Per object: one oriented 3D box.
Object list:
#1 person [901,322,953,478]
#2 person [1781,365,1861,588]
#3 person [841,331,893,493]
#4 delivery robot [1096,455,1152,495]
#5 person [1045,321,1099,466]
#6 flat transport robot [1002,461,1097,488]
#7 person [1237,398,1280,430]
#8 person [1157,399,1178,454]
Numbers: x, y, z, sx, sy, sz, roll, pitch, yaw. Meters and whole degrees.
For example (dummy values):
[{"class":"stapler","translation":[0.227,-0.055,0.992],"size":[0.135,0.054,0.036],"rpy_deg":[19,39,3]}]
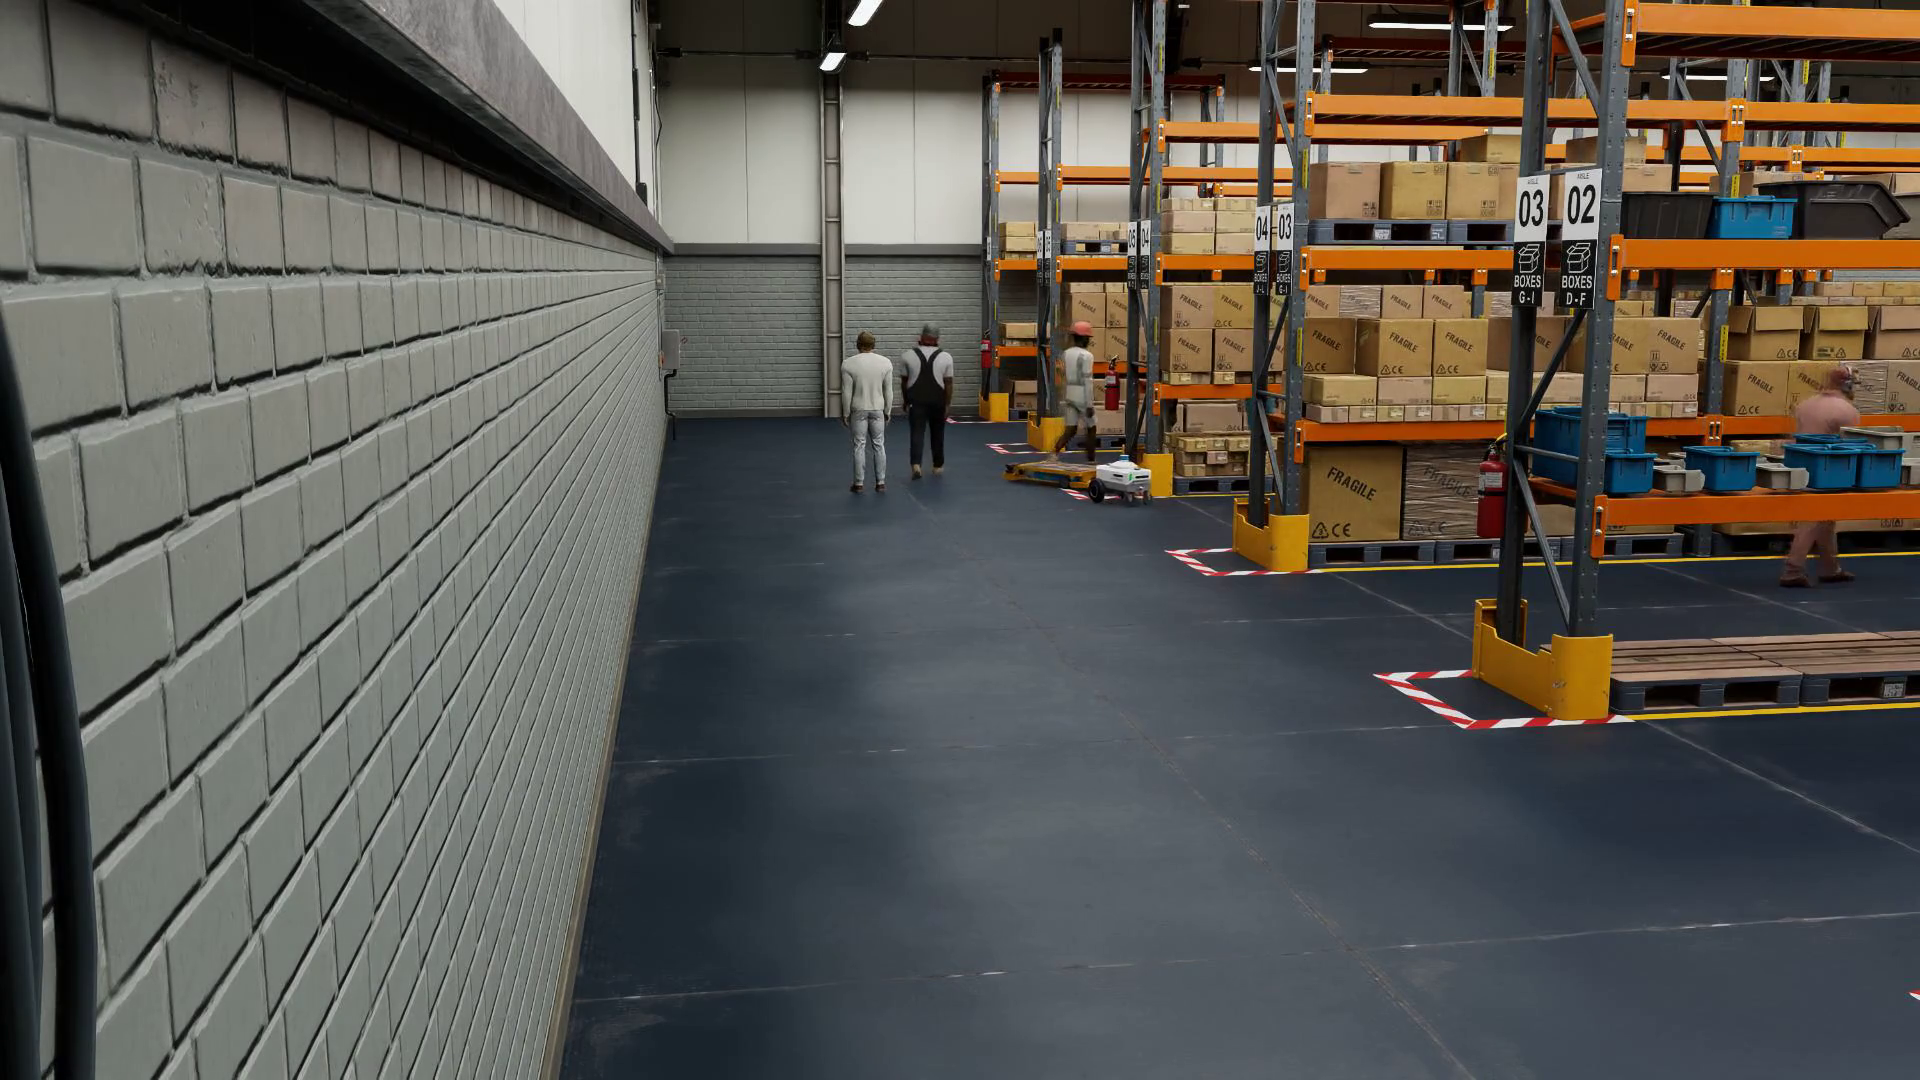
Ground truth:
[{"class":"person","translation":[-0.425,-1.823,21.394],"size":[0.680,2.000,0.976],"rpy_deg":[1,9,3]},{"class":"person","translation":[7.290,-0.517,13.873],"size":[0.859,1.868,0.658],"rpy_deg":[-1,9,-4]},{"class":"person","translation":[-1.112,-1.528,19.892],"size":[0.631,1.938,0.369],"rpy_deg":[-3,10,-15]},{"class":"delivery robot","translation":[1.861,-0.724,18.894],"size":[0.477,0.478,0.707],"rpy_deg":[-5,11,-30]},{"class":"person","translation":[1.510,-1.821,21.486],"size":[0.893,2.015,0.619],"rpy_deg":[-5,11,-30]},{"class":"flat transport robot","translation":[1.264,-0.822,20.661],"size":[0.652,0.197,1.431],"rpy_deg":[-9,13,-44]},{"class":"person","translation":[4.099,-1.947,22.873],"size":[0.646,1.803,0.439],"rpy_deg":[0,9,0]},{"class":"person","translation":[2.531,-1.615,20.676],"size":[0.333,1.860,0.509],"rpy_deg":[-4,10,-24]}]
